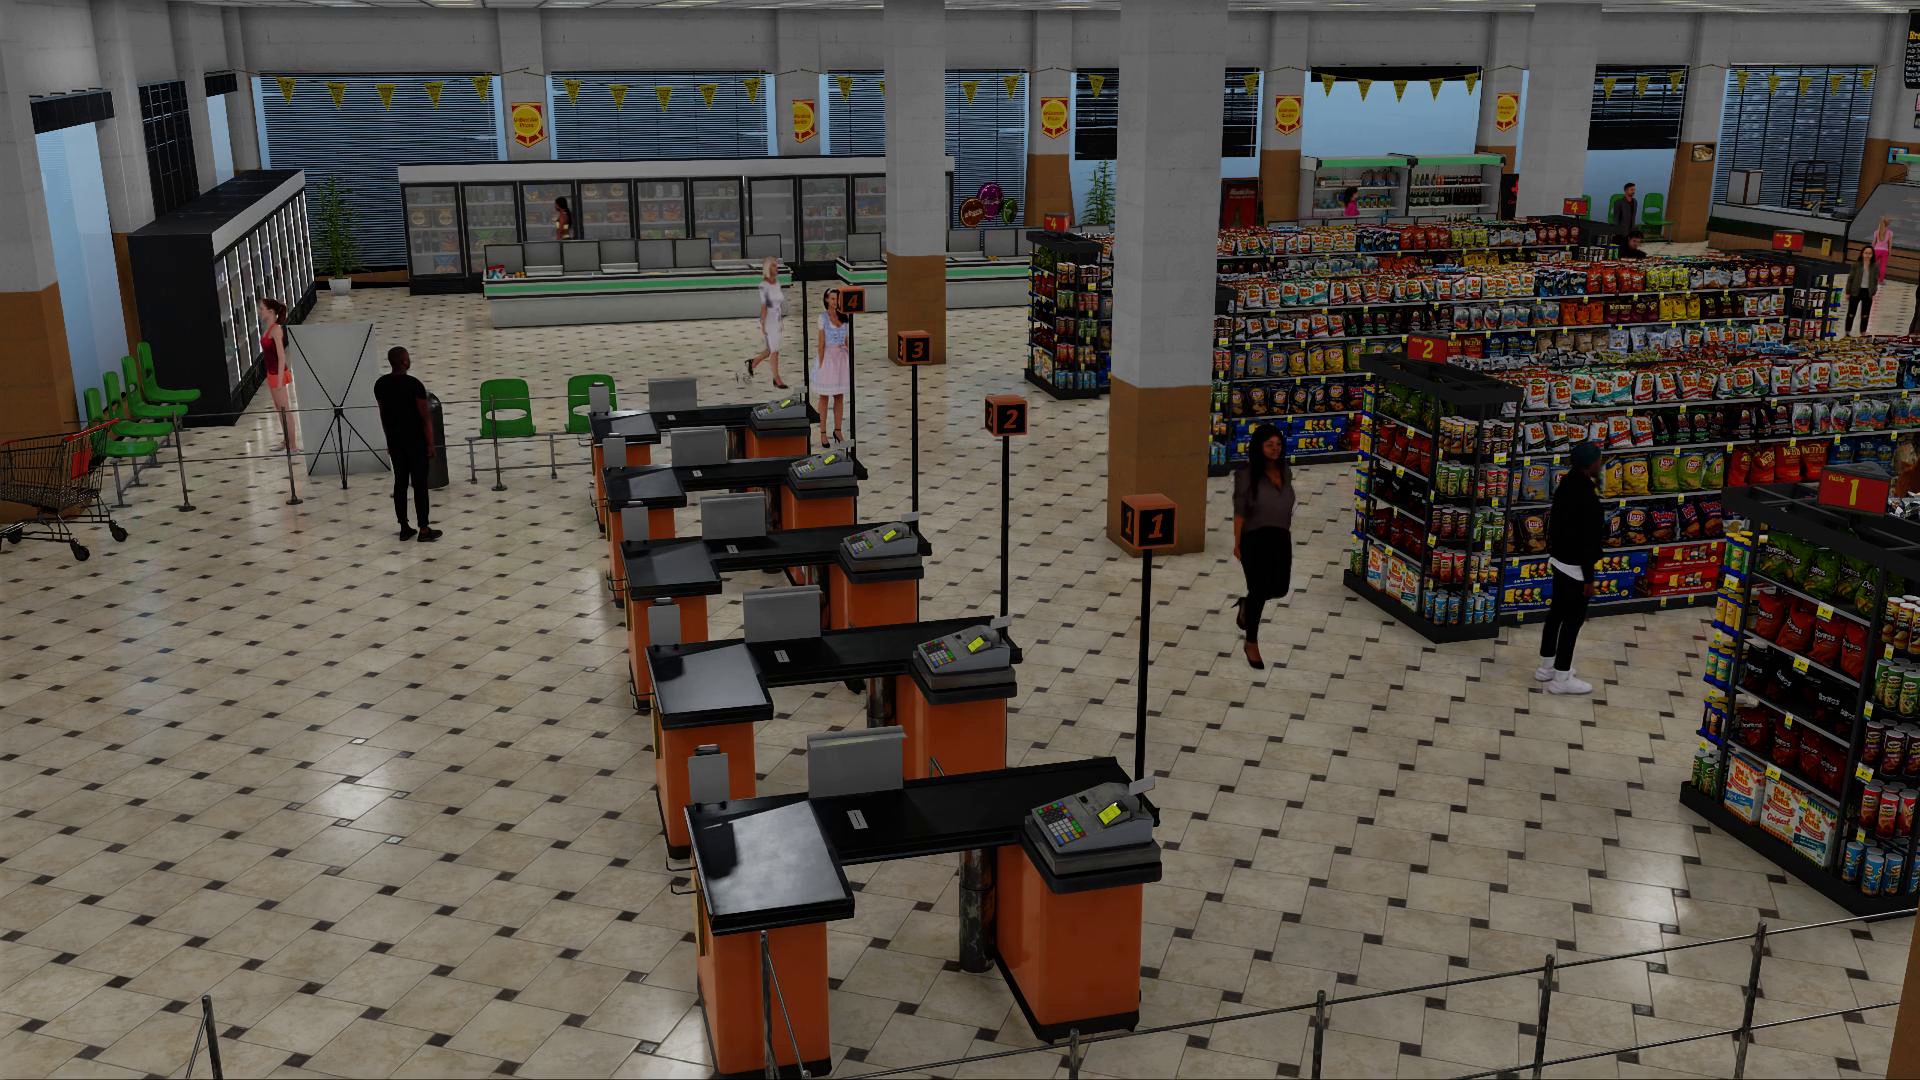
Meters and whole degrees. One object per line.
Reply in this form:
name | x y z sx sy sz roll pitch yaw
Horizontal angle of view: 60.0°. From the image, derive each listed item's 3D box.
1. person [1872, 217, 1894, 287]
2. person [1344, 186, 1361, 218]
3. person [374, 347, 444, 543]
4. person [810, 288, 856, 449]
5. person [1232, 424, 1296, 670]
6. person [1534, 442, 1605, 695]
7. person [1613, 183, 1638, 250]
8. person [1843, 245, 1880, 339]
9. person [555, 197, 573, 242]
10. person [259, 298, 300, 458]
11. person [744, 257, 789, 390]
person | 17.300 -5.423 31.231 0.584 1.271 0.637 13 21 36
person | 7.552 -6.065 32.703 1.153 1.644 0.615 -4 17 -12
person | -5.102 -0.887 15.349 0.683 1.820 0.811 4 17 14
person | -1.440 -1.968 18.912 0.767 1.818 0.857 -11 20 -32
person | 2.192 0.022 12.339 0.862 1.828 0.790 -8 18 -23
person | 4.345 0.184 11.824 0.633 1.818 0.697 -2 17 -6
person | 12.575 -5.823 31.509 0.593 1.874 0.780 -8 18 -23
person | 13.772 -3.760 25.405 0.626 1.474 0.708 7 18 23
person | -7.042 -5.288 29.963 0.602 1.749 0.619 -2 17 -5
person | -7.619 -1.832 18.576 0.632 1.753 0.622 -10 19 -29
person | -2.570 -2.874 22.040 1.003 1.734 0.911 8 19 25
